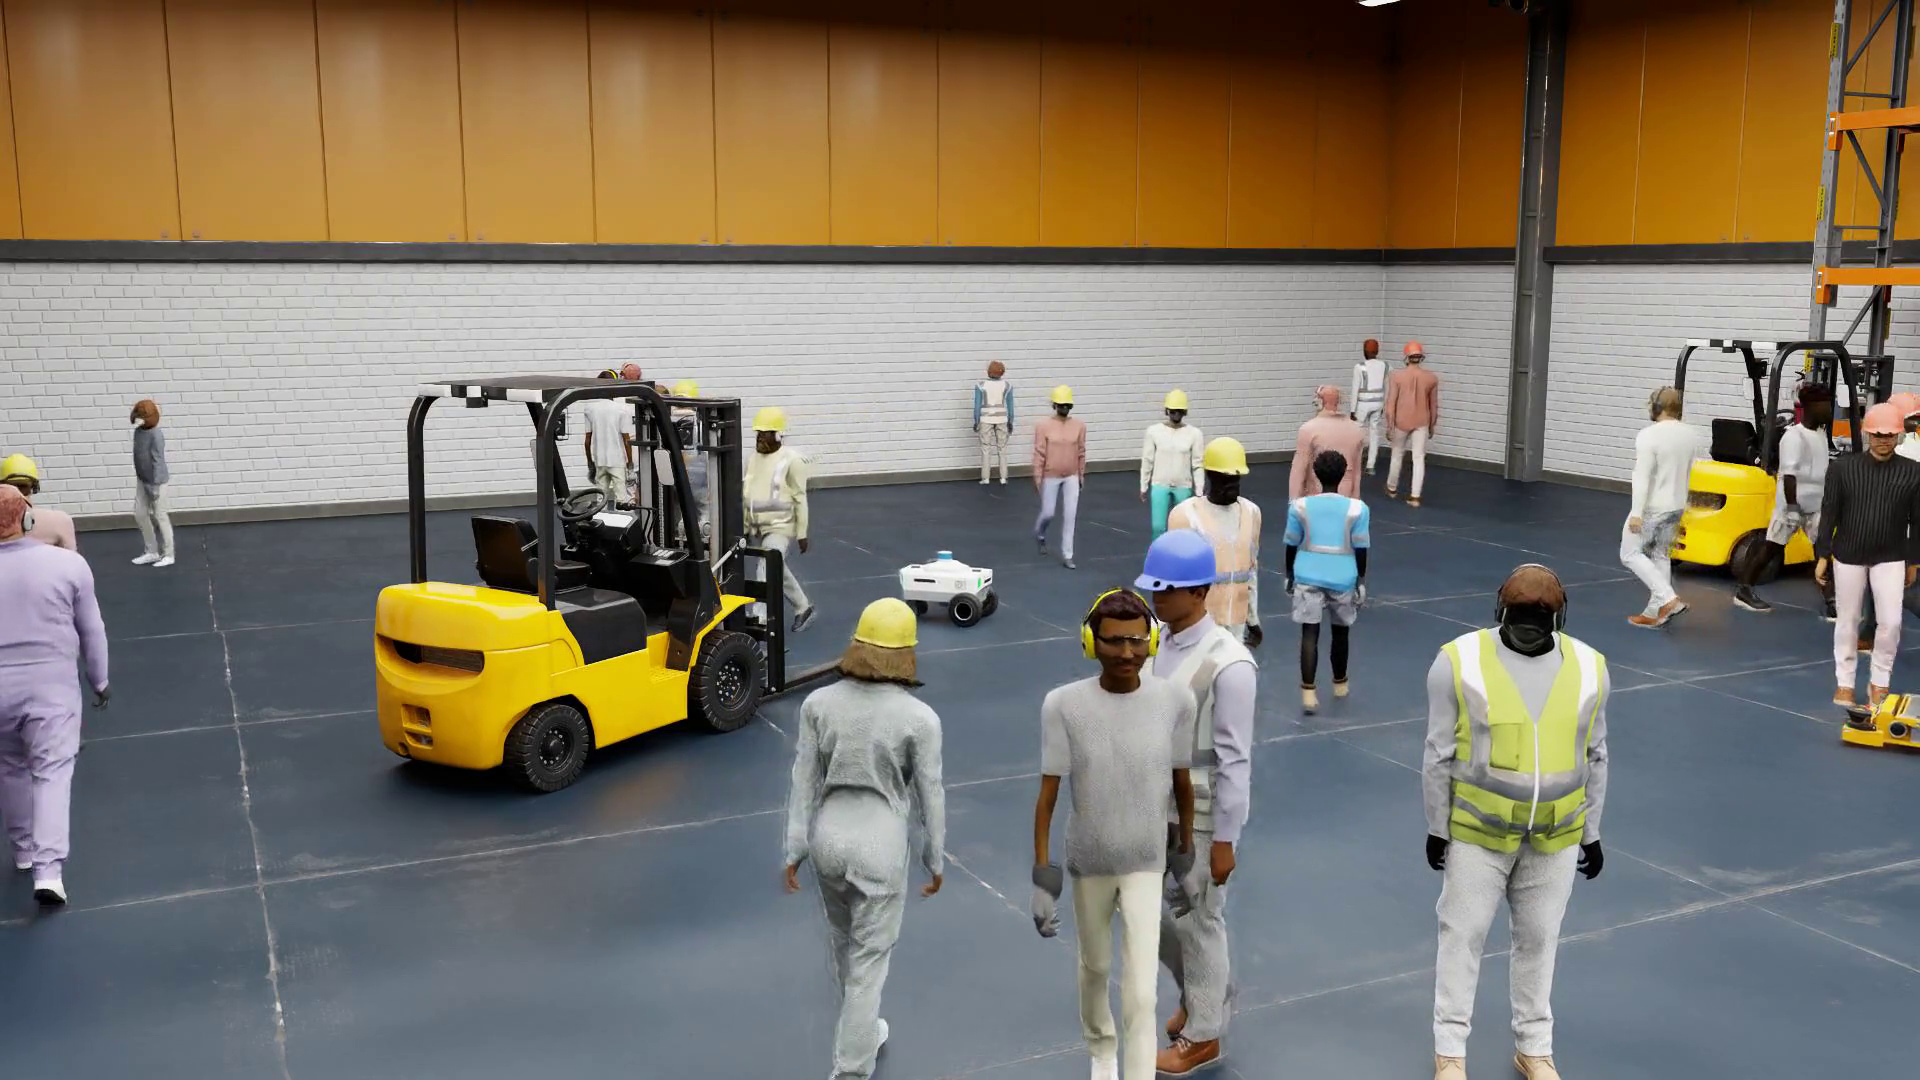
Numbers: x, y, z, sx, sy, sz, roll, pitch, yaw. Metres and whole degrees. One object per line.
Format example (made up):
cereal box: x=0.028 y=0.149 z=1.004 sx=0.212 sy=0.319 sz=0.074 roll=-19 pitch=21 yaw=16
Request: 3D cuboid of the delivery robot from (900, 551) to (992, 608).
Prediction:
delivery robot: x=-0.113 y=0.333 z=13.321 sx=0.707 sy=0.478 sz=0.477 roll=3 pitch=10 yaw=19

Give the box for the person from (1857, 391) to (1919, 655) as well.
person: x=6.763 y=-0.071 z=11.802 sx=0.592 sy=1.955 sz=0.929 roll=-6 pitch=11 yaw=-33

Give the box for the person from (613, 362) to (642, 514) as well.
person: x=-3.228 y=-0.796 z=16.427 sx=0.642 sy=1.913 sz=0.409 roll=-7 pitch=12 yaw=-37

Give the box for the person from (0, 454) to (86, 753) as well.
person: x=-5.338 y=0.385 z=9.553 sx=0.533 sy=1.765 sz=0.331 roll=-6 pitch=11 yaw=-34

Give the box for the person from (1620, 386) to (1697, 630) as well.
person: x=5.426 y=-0.232 z=12.889 sx=0.645 sy=1.920 sz=0.487 roll=-6 pitch=11 yaw=-32

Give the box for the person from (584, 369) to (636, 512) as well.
person: x=-3.334 y=-0.692 z=15.904 sx=0.517 sy=1.874 sz=0.327 roll=3 pitch=10 yaw=18

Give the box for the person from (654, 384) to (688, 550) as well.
person: x=-2.540 y=-0.410 z=14.232 sx=0.325 sy=1.843 sz=0.517 roll=6 pitch=11 yaw=31

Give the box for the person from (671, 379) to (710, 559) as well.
person: x=-2.483 y=-0.582 z=15.386 sx=0.626 sy=1.810 sz=0.639 roll=2 pitch=9 yaw=11

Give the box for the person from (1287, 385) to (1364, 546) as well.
person: x=3.036 y=-0.322 z=13.597 sx=0.698 sy=1.872 sz=0.744 roll=-5 pitch=10 yaw=-28

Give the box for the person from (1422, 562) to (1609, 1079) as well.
person: x=1.874 y=0.983 z=5.622 sx=0.619 sy=1.839 sz=0.430 roll=0 pitch=9 yaw=2

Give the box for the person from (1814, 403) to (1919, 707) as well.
person: x=5.789 y=0.115 z=10.593 sx=0.629 sy=1.975 sz=0.543 roll=5 pitch=10 yaw=26

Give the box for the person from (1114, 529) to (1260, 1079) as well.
person: x=0.764 y=0.913 z=5.719 sx=0.452 sy=1.938 sz=0.648 roll=-5 pitch=10 yaw=-29

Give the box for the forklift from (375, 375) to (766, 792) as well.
forklift: x=-2.268 y=0.149 z=9.685 sx=1.214 sy=2.155 sz=2.313 roll=6 pitch=11 yaw=32

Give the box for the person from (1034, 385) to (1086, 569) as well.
person: x=0.928 y=-0.618 z=15.857 sx=0.526 sy=1.745 sz=0.658 roll=-2 pitch=9 yaw=-14

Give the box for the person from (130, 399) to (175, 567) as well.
person: x=-7.638 y=-0.535 z=15.736 sx=0.537 sy=1.610 sz=0.378 roll=7 pitch=11 yaw=36

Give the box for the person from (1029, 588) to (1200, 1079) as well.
person: x=0.496 y=1.050 z=5.245 sx=0.552 sy=1.818 sz=0.996 roll=0 pitch=9 yaw=2

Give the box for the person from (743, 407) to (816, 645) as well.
person: x=-1.403 y=-0.124 z=12.615 sx=0.599 sy=1.794 sz=0.919 roll=8 pitch=12 yaw=40

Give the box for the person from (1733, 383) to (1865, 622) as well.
person: x=6.777 y=-0.308 z=13.400 sx=0.612 sy=1.915 sz=1.032 roll=-6 pitch=11 yaw=-35

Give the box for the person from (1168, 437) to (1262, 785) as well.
person: x=1.379 y=0.405 z=8.931 sx=0.593 sy=1.924 sz=0.385 roll=-5 pitch=10 yaw=-27

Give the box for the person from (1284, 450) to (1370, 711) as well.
person: x=2.349 y=0.253 z=10.666 sx=0.545 sy=1.669 sz=0.716 roll=3 pitch=10 yaw=18

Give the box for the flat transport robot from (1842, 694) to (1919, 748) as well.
flat transport robot: x=5.969 y=1.112 z=9.656 sx=1.431 sy=0.197 sz=0.652 roll=6 pitch=11 yaw=33

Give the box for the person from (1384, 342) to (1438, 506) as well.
person: x=5.452 y=-1.421 z=20.177 sx=0.653 sy=1.941 sz=1.025 roll=0 pitch=9 yaw=1

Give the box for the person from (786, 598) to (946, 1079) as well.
person: x=-0.290 y=1.041 z=5.639 sx=0.509 sy=1.699 sz=0.765 roll=3 pitch=10 yaw=19

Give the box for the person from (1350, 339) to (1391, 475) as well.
person: x=5.626 y=-1.823 z=22.905 sx=0.600 sy=1.880 sz=0.435 roll=-2 pitch=9 yaw=-13

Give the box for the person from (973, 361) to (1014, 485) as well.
person: x=0.448 y=-1.519 z=21.815 sx=0.551 sy=1.634 sz=0.315 roll=-1 pitch=9 yaw=-6

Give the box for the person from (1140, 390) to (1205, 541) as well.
person: x=1.887 y=-0.456 z=14.771 sx=0.568 sy=1.745 sz=0.640 roll=1 pitch=9 yaw=6

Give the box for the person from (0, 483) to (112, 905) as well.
person: x=-4.189 y=0.676 z=7.458 sx=0.643 sy=1.863 sz=0.981 roll=-3 pitch=10 yaw=-20

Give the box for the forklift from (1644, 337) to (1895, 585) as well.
forklift: x=7.551 y=-0.789 z=15.507 sx=2.313 sy=2.155 sz=1.214 roll=-4 pitch=10 yaw=-25
